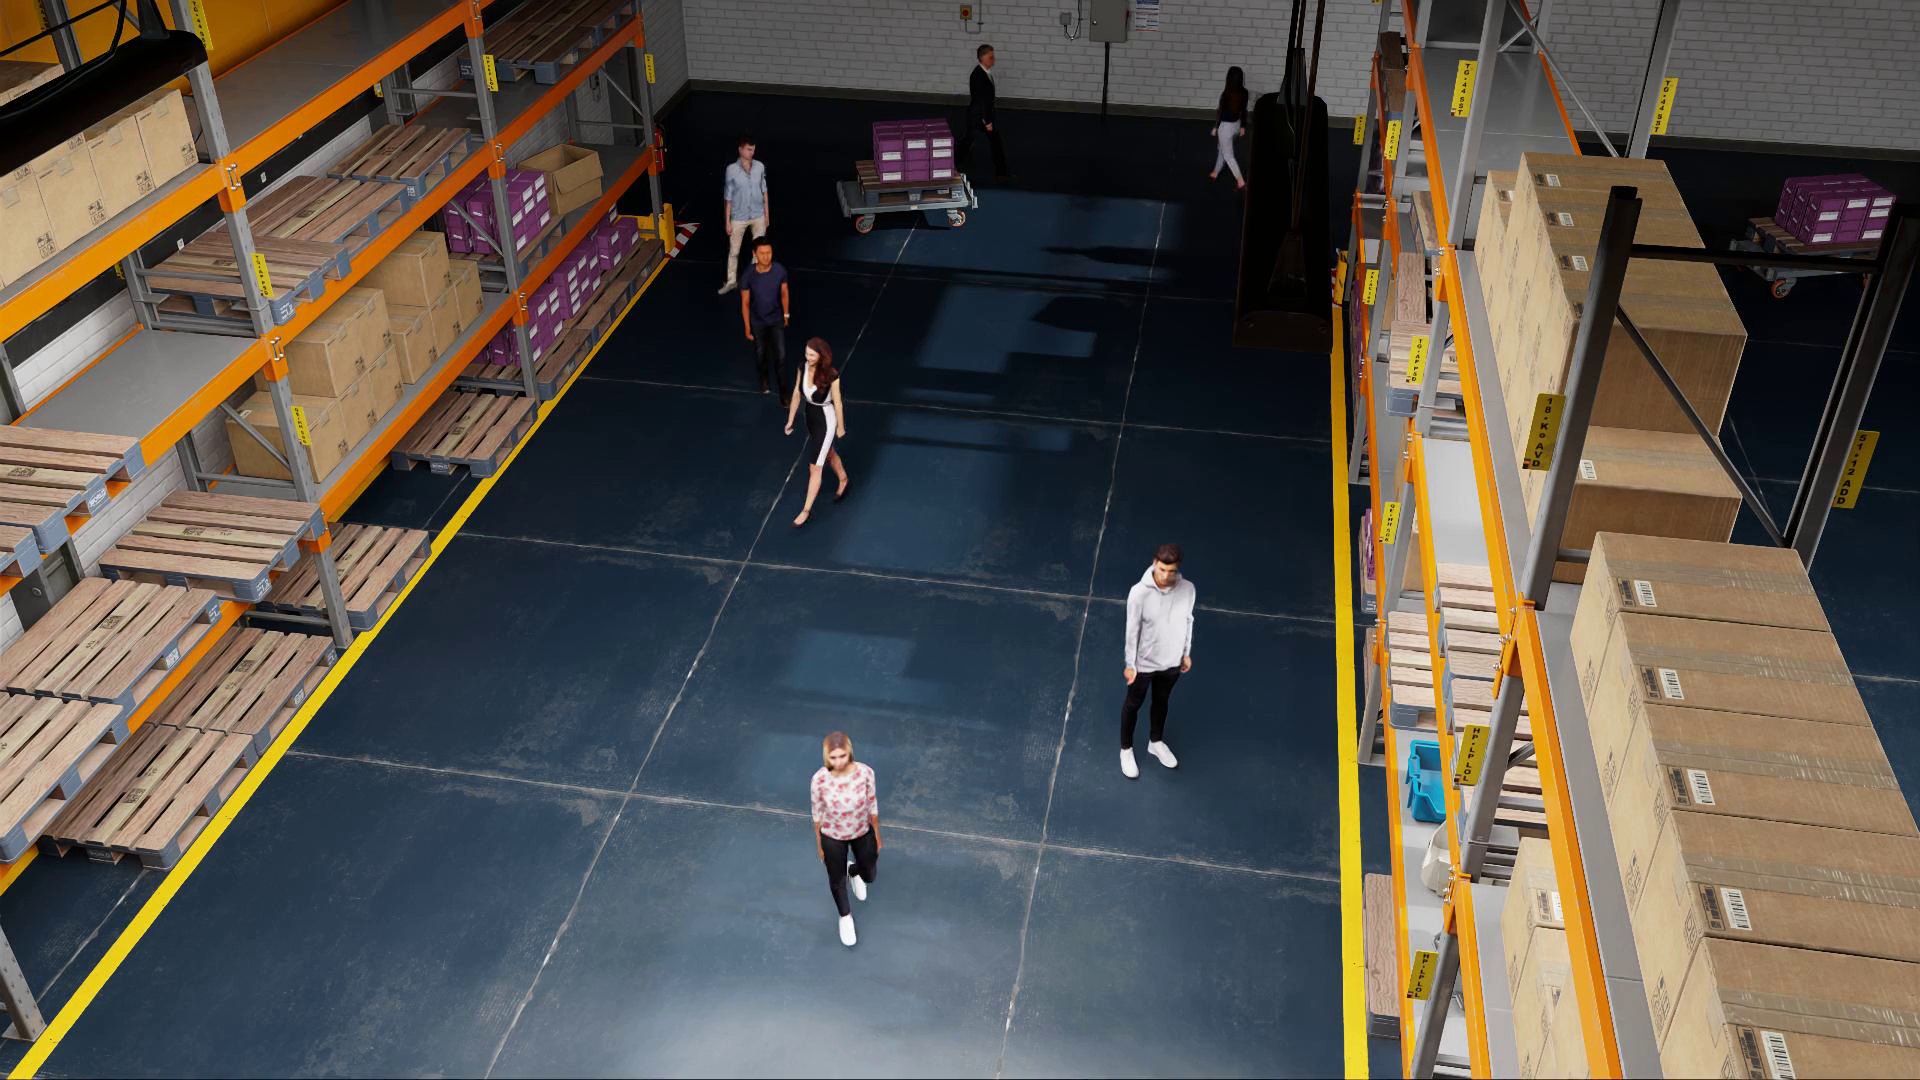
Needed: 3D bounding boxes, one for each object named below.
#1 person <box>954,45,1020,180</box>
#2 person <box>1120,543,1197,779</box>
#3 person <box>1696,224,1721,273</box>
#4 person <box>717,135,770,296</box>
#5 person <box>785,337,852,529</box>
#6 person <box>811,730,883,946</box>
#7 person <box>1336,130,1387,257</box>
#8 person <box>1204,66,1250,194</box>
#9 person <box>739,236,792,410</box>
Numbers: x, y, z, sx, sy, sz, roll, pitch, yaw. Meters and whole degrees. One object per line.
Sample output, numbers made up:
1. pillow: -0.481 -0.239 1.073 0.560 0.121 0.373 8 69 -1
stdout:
1. person: 0.174 -5.449 21.333 0.817 1.775 1.152 8 34 12
2. person: 1.377 0.807 11.785 0.770 1.927 0.768 -11 35 -16
3. person: 7.373 -2.351 16.802 0.699 1.633 1.106 10 35 15
4. person: -2.417 -3.604 18.515 0.876 1.824 0.865 -9 35 -14
5. person: -1.180 -1.021 14.693 0.979 1.753 1.223 24 40 31
6. person: -0.733 1.815 10.551 0.754 1.614 0.869 -8 34 -12
7. person: 4.672 -3.901 18.950 0.754 1.836 0.817 4 34 6
8. person: 3.447 -5.168 21.092 1.058 1.576 1.083 -24 41 -32
9. person: -1.935 -2.221 16.494 0.873 1.758 1.090 -6 34 -9
